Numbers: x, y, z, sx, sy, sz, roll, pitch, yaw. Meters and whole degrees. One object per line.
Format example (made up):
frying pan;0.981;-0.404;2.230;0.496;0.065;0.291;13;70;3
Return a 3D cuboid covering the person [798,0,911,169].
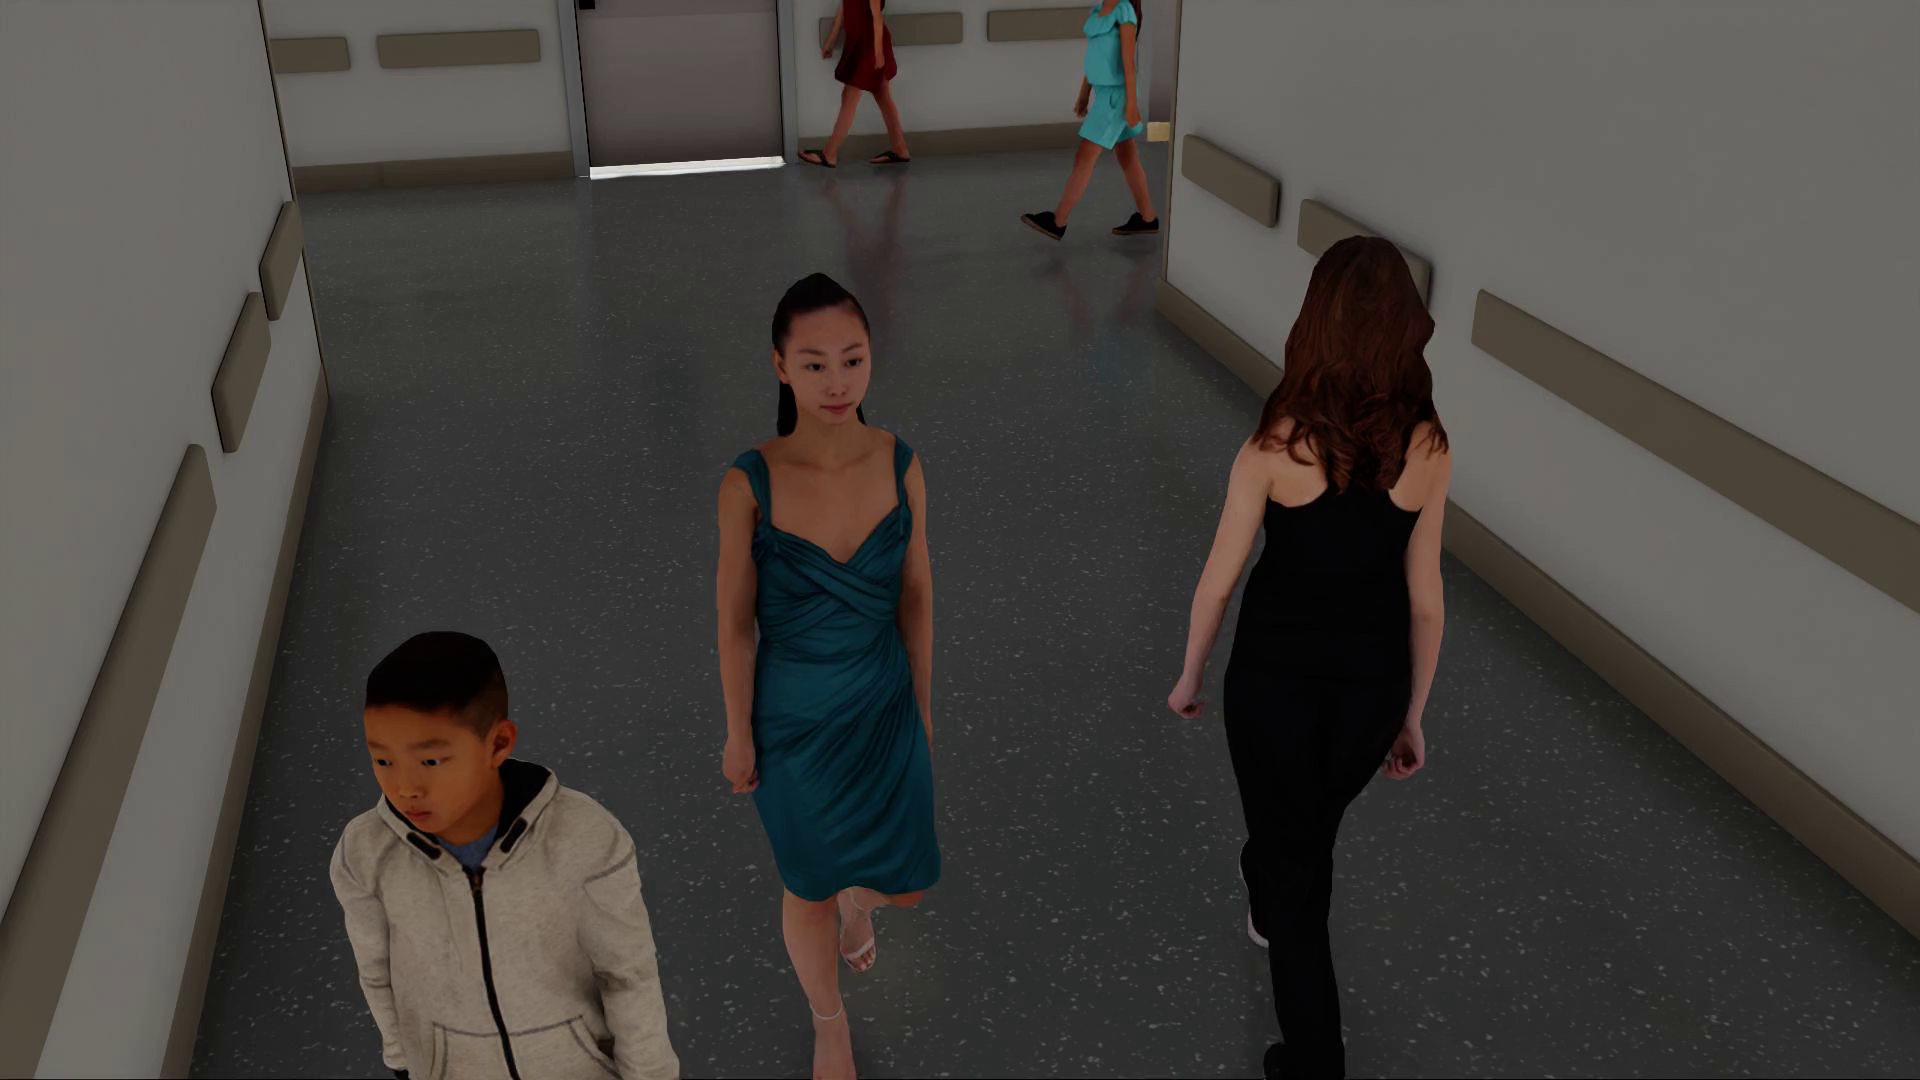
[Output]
person;-0.497;-3.076;10.347;0.974;1.517;0.554;-8;27;-16

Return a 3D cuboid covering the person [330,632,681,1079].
person;-0.637;0.750;2.534;0.913;1.412;0.661;-6;26;-12

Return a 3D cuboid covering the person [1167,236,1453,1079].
person;0.667;0.354;3.013;1.011;1.710;0.773;-3;26;-6

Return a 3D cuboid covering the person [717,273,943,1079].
person;-0.259;0.310;3.140;0.607;1.678;0.606;-7;27;-14

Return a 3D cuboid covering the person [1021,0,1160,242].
person;0.881;-2.317;8.773;1.018;1.517;0.602;-5;26;-10
